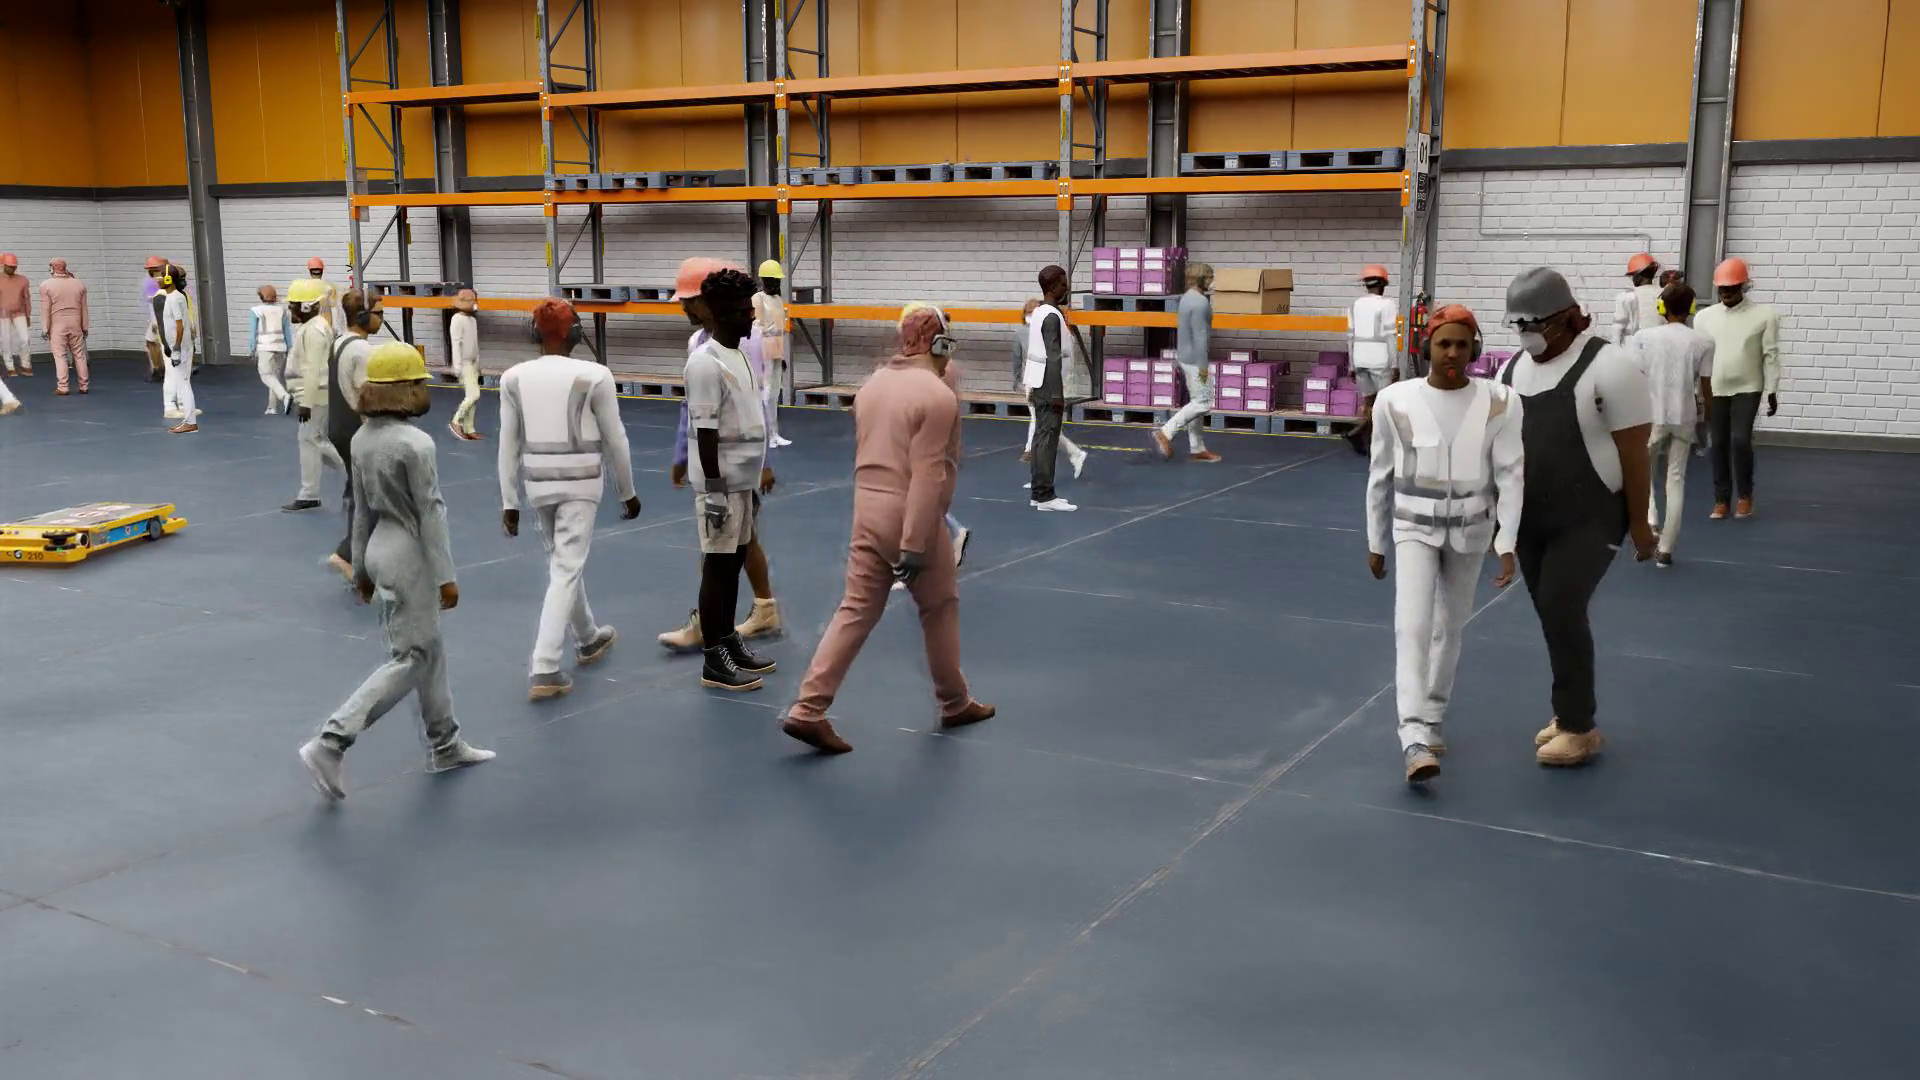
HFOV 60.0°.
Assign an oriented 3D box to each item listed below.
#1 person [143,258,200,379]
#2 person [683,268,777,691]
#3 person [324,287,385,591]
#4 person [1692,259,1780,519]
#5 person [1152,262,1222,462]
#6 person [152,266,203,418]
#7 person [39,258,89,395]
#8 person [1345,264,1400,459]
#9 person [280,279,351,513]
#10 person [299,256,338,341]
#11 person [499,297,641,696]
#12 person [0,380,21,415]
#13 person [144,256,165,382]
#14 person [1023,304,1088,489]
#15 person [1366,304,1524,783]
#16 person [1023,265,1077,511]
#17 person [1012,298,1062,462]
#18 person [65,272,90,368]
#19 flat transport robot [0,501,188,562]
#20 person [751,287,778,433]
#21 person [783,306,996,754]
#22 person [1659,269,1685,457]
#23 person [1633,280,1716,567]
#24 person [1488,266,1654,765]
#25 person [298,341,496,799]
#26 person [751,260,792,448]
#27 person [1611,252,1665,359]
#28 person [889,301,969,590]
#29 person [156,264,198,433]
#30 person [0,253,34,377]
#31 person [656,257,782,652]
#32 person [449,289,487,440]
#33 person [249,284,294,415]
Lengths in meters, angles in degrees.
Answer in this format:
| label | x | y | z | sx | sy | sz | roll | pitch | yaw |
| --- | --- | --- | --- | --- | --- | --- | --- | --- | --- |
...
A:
| label | x | y | z | sx | sy | sz | roll | pitch | yaw |
| --- | --- | --- | --- | --- | --- | --- | --- | --- | --- |
| person | -12.371 | -3.449 | 25.979 | 1.035 | 1.876 | 0.643 | 6 | 12 | 32 |
| person | -1.085 | -0.288 | 7.835 | 0.365 | 1.965 | 0.608 | 1 | 10 | 8 |
| person | -3.556 | -0.583 | 9.907 | 0.415 | 1.827 | 0.547 | -9 | 13 | -40 |
| person | 5.810 | -1.117 | 12.535 | 0.638 | 1.963 | 0.516 | 9 | 13 | 41 |
| person | 2.190 | -1.679 | 15.840 | 0.603 | 1.925 | 0.651 | 0 | 10 | -2 |
| person | -9.487 | -2.397 | 20.178 | 0.432 | 1.834 | 0.628 | 2 | 10 | 10 |
| person | -12.490 | -2.967 | 23.180 | 0.403 | 1.904 | 0.652 | 7 | 12 | 35 |
| person | 3.964 | -1.715 | 16.089 | 0.613 | 1.908 | 0.608 | -7 | 12 | -35 |
| person | -5.025 | -1.123 | 12.986 | 0.598 | 1.817 | 0.617 | -4 | 11 | -21 |
| person | -9.108 | -3.053 | 23.615 | 0.551 | 1.920 | 0.422 | -4 | 11 | -19 |
| person | -1.859 | -0.223 | 7.884 | 0.579 | 1.833 | 1.004 | 3 | 10 | 17 |
| person | -12.013 | -2.421 | 20.393 | 0.902 | 1.808 | 0.636 | -1 | 10 | -5 |
| person | -12.157 | -3.326 | 25.179 | 0.669 | 1.912 | 0.566 | 2 | 10 | 14 |
| person | 0.824 | -1.257 | 14.310 | 0.638 | 1.616 | 0.526 | -4 | 11 | -23 |
| person | 1.880 | 0.021 | 6.442 | 0.575 | 1.831 | 0.991 | 1 | 10 | 8 |
| person | 0.700 | -1.191 | 13.078 | 0.392 | 1.922 | 0.592 | -1 | 10 | -8 |
| person | 0.799 | -1.589 | 16.303 | 0.521 | 1.582 | 0.849 | 7 | 12 | 33 |
| person | -15.156 | -3.750 | 28.380 | 0.501 | 1.633 | 0.285 | -6 | 12 | -31 |
| flat transport robot | -6.006 | -0.072 | 11.411 | 0.652 | 0.197 | 1.431 | 1 | 10 | 5 |
| person | -2.359 | -1.994 | 18.327 | 0.751 | 1.666 | 0.547 | 2 | 10 | 11 |
| person | -0.304 | -0.049 | 6.907 | 1.044 | 1.832 | 0.647 | -9 | 13 | -41 |
| person | 6.950 | -1.747 | 16.445 | 0.417 | 1.843 | 0.588 | 2 | 10 | 13 |
| person | 4.539 | -0.732 | 10.676 | 0.545 | 1.848 | 0.471 | 4 | 11 | 20 |
| person | 2.403 | -0.135 | 6.757 | 0.674 | 2.000 | 0.734 | -5 | 11 | -25 |
| person | -2.159 | 0.109 | 6.298 | 0.780 | 1.719 | 0.489 | -10 | 14 | -44 |
| person | -1.948 | -1.914 | 17.152 | 0.370 | 1.925 | 0.595 | 4 | 11 | 19 |
| person | 6.680 | -1.790 | 16.214 | 0.615 | 2.016 | 0.642 | -1 | 10 | -6 |
| person | -0.205 | -0.595 | 10.222 | 0.781 | 1.746 | 0.528 | -10 | 14 | -43 |
| person | -8.701 | -2.118 | 18.477 | 0.309 | 1.868 | 0.534 | -4 | 11 | -21 |
| person | -15.023 | -3.556 | 26.360 | 0.619 | 1.963 | 0.683 | -9 | 14 | -43 |
| person | -1.311 | -0.434 | 8.542 | 0.872 | 2.002 | 0.648 | -6 | 12 | -31 |
| person | -5.193 | -1.846 | 17.632 | 0.344 | 1.617 | 0.516 | 1 | 10 | 7 |
| person | -8.346 | -2.299 | 20.247 | 0.697 | 1.616 | 0.525 | 8 | 13 | 37 |
